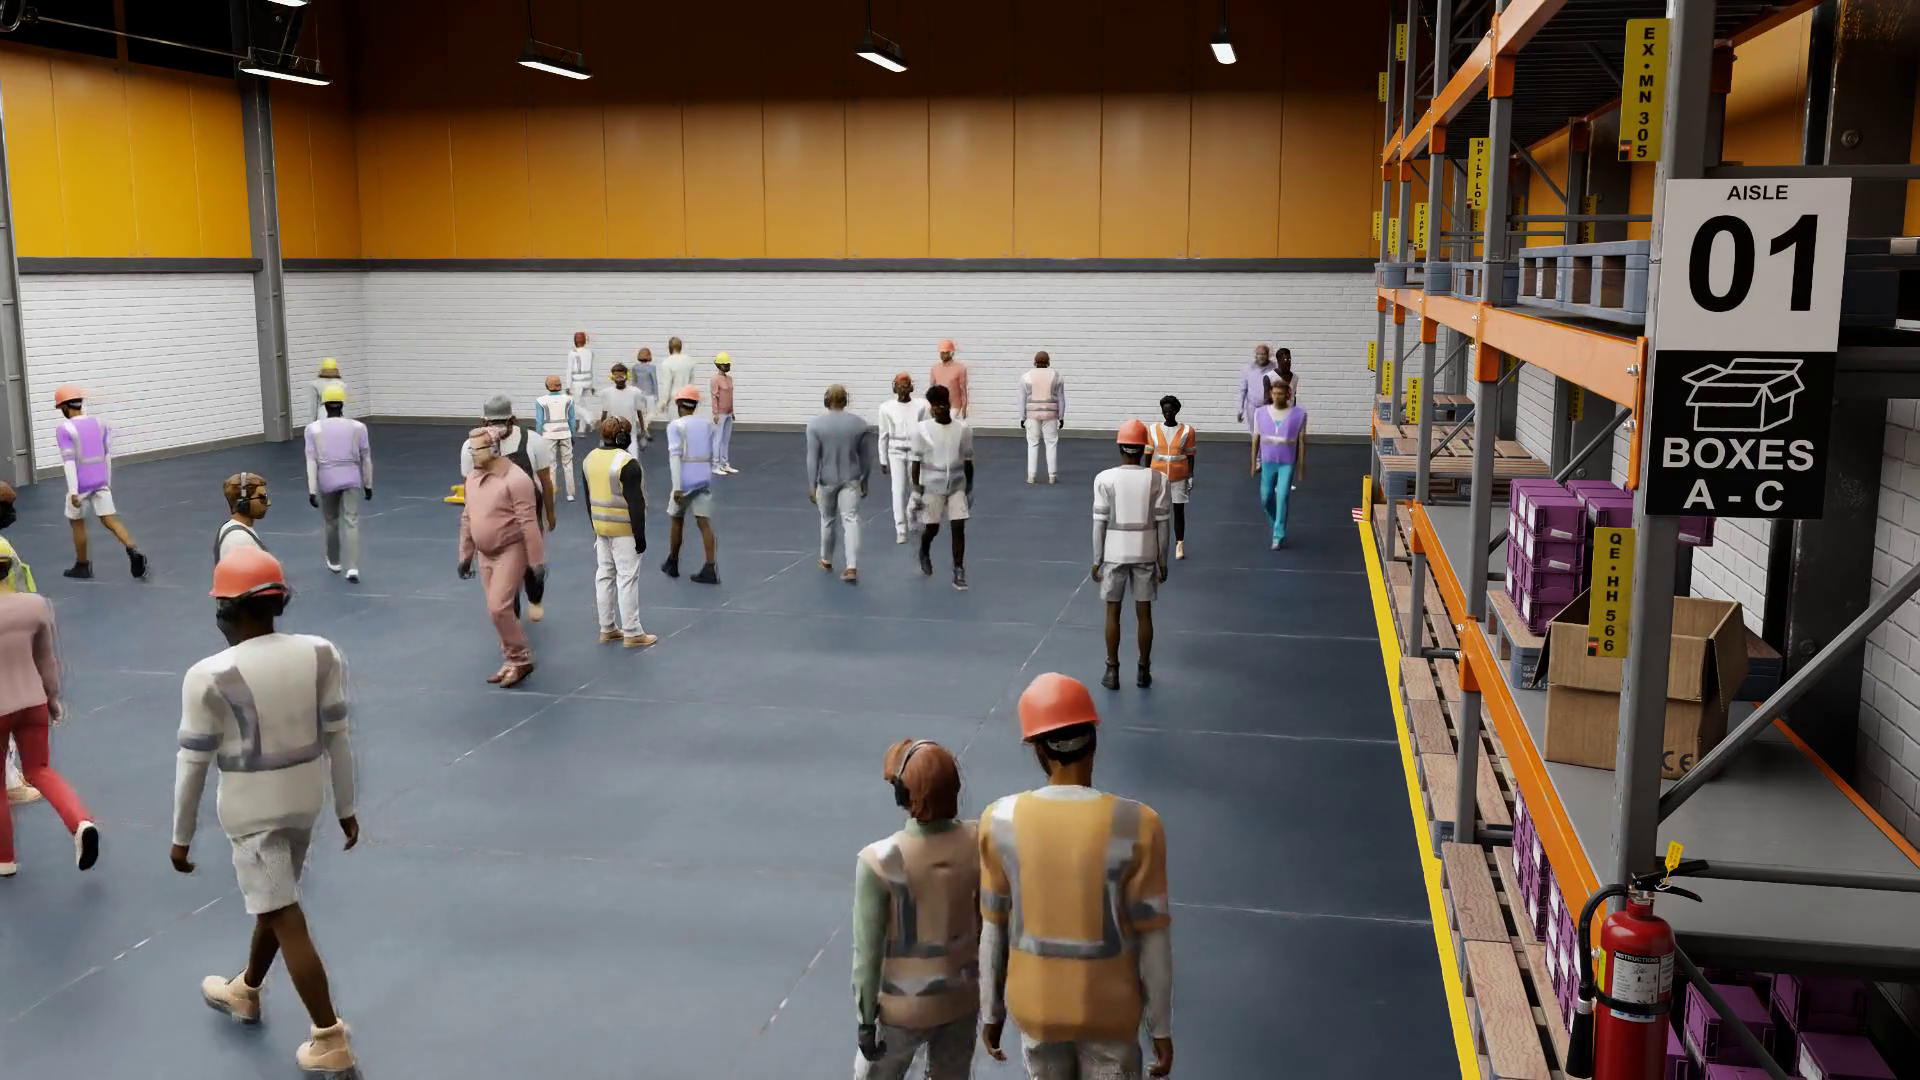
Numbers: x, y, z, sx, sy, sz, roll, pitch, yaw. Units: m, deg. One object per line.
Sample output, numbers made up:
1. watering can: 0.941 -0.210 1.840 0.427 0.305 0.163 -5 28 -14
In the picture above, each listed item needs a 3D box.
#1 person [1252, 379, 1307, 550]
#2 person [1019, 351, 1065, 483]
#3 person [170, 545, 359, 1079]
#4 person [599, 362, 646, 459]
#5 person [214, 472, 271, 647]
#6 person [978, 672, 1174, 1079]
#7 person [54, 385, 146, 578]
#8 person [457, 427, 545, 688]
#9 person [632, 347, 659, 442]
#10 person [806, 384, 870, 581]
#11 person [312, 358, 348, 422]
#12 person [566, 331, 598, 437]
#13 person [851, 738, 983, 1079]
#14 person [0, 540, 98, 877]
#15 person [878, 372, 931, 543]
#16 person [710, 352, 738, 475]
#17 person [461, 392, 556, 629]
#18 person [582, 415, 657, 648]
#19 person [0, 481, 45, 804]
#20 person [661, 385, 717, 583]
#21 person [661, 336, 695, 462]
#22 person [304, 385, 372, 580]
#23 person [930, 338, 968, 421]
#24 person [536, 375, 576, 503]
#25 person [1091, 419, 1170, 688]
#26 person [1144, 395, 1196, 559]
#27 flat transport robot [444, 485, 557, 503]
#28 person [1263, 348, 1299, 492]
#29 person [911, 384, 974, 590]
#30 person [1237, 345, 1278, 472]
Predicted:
1. person: 3.435 -0.828 17.892 0.571 1.823 0.721 4 10 21
2. person: 1.139 -1.700 23.063 0.633 1.839 0.429 1 9 4
3. person: -2.648 1.009 6.301 1.040 1.986 0.629 6 11 33
4. person: -4.149 -1.256 20.385 0.568 1.846 0.439 0 9 -3
5. person: -4.118 0.526 9.635 0.326 1.843 0.517 -6 11 -32
6. person: 0.308 1.335 4.667 0.582 1.888 0.788 3 10 18
7. person: -8.284 -0.540 15.943 0.885 1.895 0.565 4 10 21
8. person: -3.302 0.129 11.920 0.726 1.883 0.537 7 12 36
9. person: -5.368 -2.470 28.327 0.514 1.621 0.435 5 11 27
10. person: -1.177 -0.562 16.088 0.643 1.885 1.040 -3 10 -16
11. person: -8.945 -1.729 23.661 0.504 1.695 0.891 -2 10 -12
12. person: -6.575 -2.707 29.041 0.633 1.868 0.597 6 11 34
13. person: -0.100 1.398 5.031 0.524 1.624 0.390 -6 11 -32
14. person: -4.601 0.829 8.114 0.667 1.744 0.533 5 10 26
15. person: -0.599 -0.908 18.199 0.603 1.867 0.485 -1 9 -6
16. person: -3.409 -1.827 24.047 0.310 1.768 0.533 4 10 22
17. person: -3.701 -0.236 13.634 0.735 2.000 0.562 -2 10 -11
18. person: -2.703 -0.069 13.233 0.622 1.844 0.429 8 12 39
19. person: -5.429 0.574 9.393 0.429 1.837 0.624 -7 12 -36
20. person: -2.619 -0.547 16.002 0.597 1.867 0.928 -9 13 -43
21. person: -4.321 -2.155 25.501 0.352 1.938 0.634 7 12 36
22. person: -6.003 -0.560 16.107 0.609 1.877 1.009 -5 11 -27
23. person: -0.132 -1.985 24.434 0.614 1.967 0.856 6 11 34
24. person: -5.129 -1.282 21.147 0.512 1.640 0.309 -5 11 -28
25. person: 1.218 0.106 11.917 0.564 1.934 0.385 0 9 1
26. person: 2.153 -0.643 17.124 0.542 1.695 0.316 2 10 12
27. flat transport robot: -5.914 -0.649 21.444 0.652 0.197 1.431 4 10 24
28. person: 4.298 -1.617 22.325 0.593 1.920 0.391 -7 12 -35
29. person: -0.181 -0.515 15.673 0.623 1.932 0.783 -2 10 -15
30. person: 4.324 -1.870 24.007 0.665 1.857 0.963 3 10 16
